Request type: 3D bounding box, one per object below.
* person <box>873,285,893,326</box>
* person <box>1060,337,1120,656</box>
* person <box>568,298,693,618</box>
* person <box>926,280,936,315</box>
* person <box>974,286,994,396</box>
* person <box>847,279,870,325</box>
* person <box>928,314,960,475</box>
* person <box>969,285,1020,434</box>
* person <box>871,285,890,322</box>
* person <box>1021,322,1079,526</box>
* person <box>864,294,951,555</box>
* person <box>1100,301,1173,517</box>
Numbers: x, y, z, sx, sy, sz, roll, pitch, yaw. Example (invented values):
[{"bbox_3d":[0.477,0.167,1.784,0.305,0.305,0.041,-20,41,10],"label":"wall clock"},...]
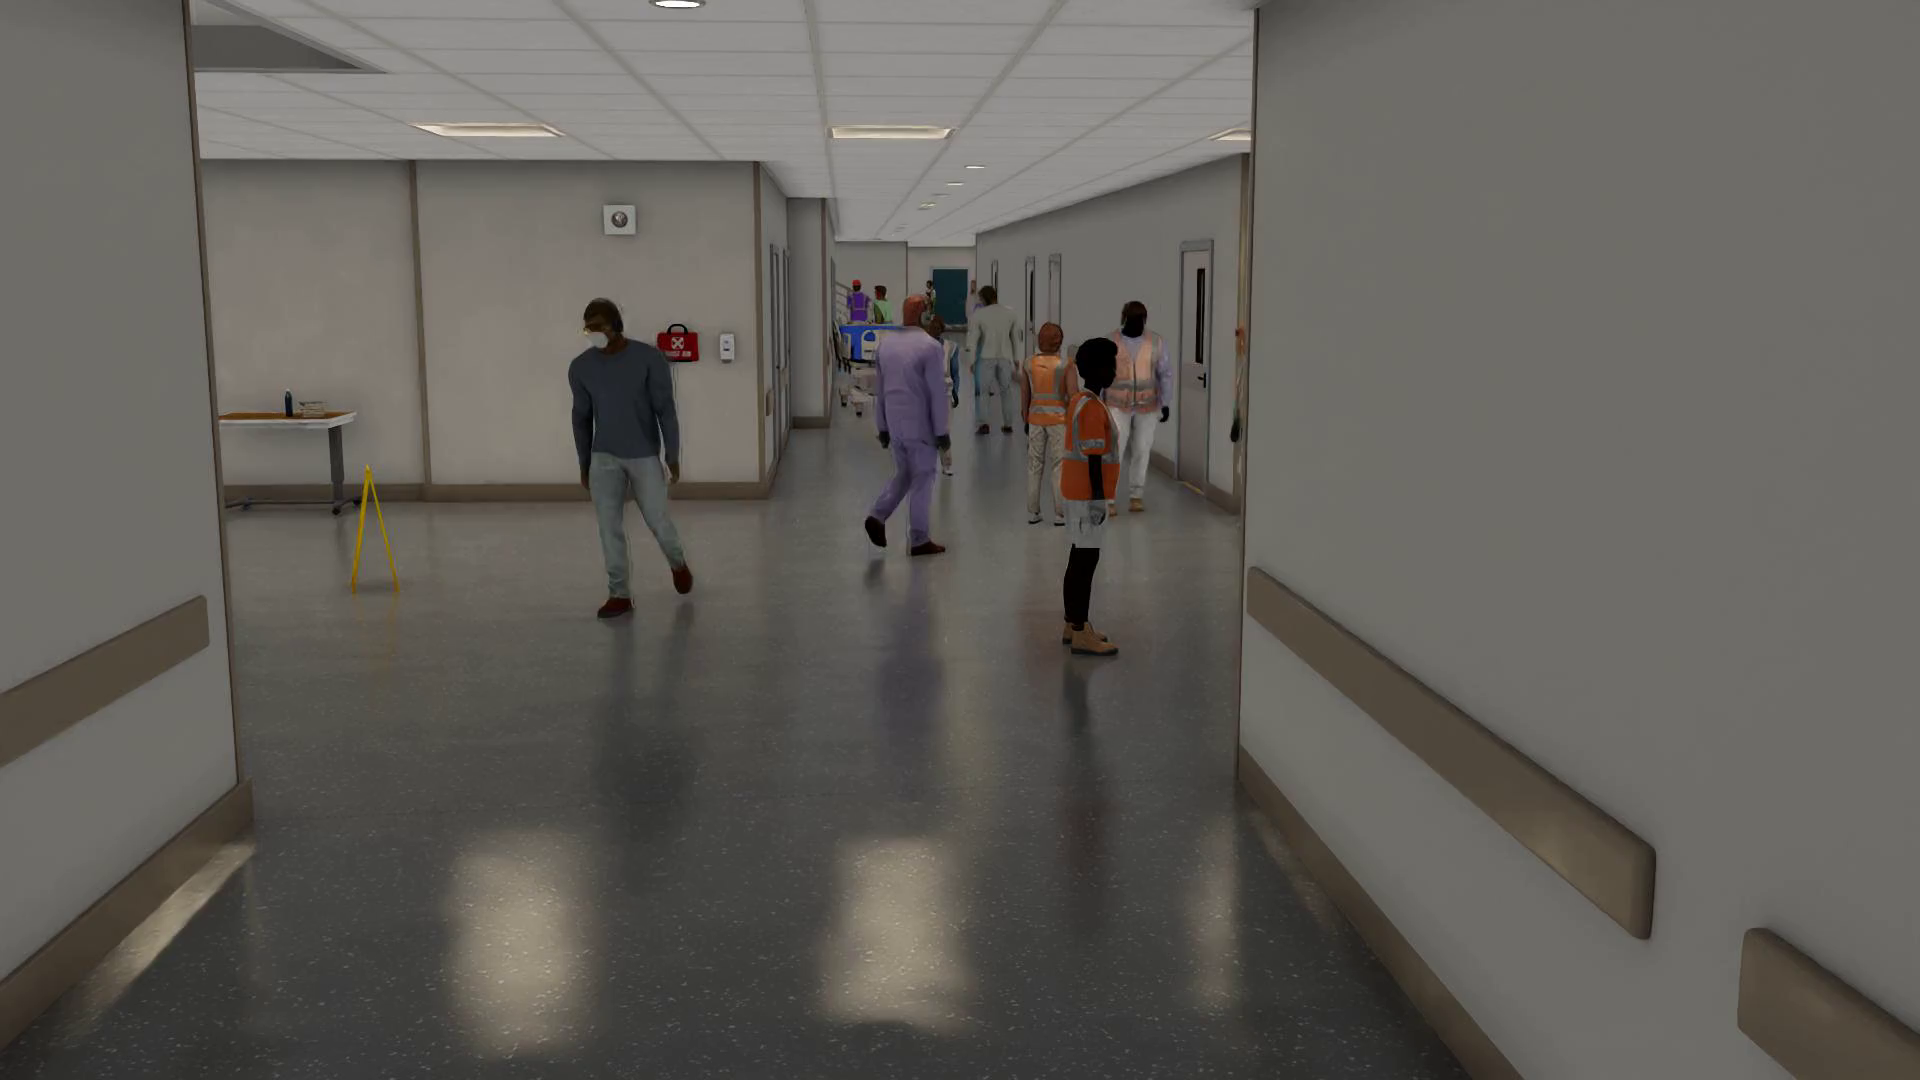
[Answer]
[{"bbox_3d":[-1.413,-3.775,30.676,0.371,1.843,0.569,4,10,23],"label":"person"},{"bbox_3d":[0.701,-0.238,8.927,0.317,1.696,0.540,-1,9,-4],"label":"person"},{"bbox_3d":[-1.971,-0.513,10.039,0.660,1.898,0.755,1,9,9],"label":"person"},{"bbox_3d":[-1.045,-8.090,57.755,0.343,1.847,0.506,-6,11,-35],"label":"person"},{"bbox_3d":[0.377,-3.333,27.919,0.395,1.839,0.564,2,9,13],"label":"person"},{"bbox_3d":[-2.489,-5.419,40.743,0.583,1.925,0.493,-2,9,-11],"label":"person"},{"bbox_3d":[-0.257,-1.459,16.808,0.509,1.629,0.315,-3,9,-15],"label":"person"},{"bbox_3d":[0.461,-2.290,21.209,0.690,1.903,0.538,-3,9,-17],"label":"person"},{"bbox_3d":[-2.125,-5.942,44.520,0.533,1.767,0.312,2,9,12],"label":"person"},{"bbox_3d":[0.730,-0.936,13.470,0.522,1.645,0.305,6,11,32],"label":"person"},{"bbox_3d":[-0.362,-0.818,11.980,0.504,1.894,0.659,-8,12,-40],"label":"person"},{"bbox_3d":[1.446,-1.105,14.054,0.651,1.811,0.554,0,9,-2],"label":"person"}]
